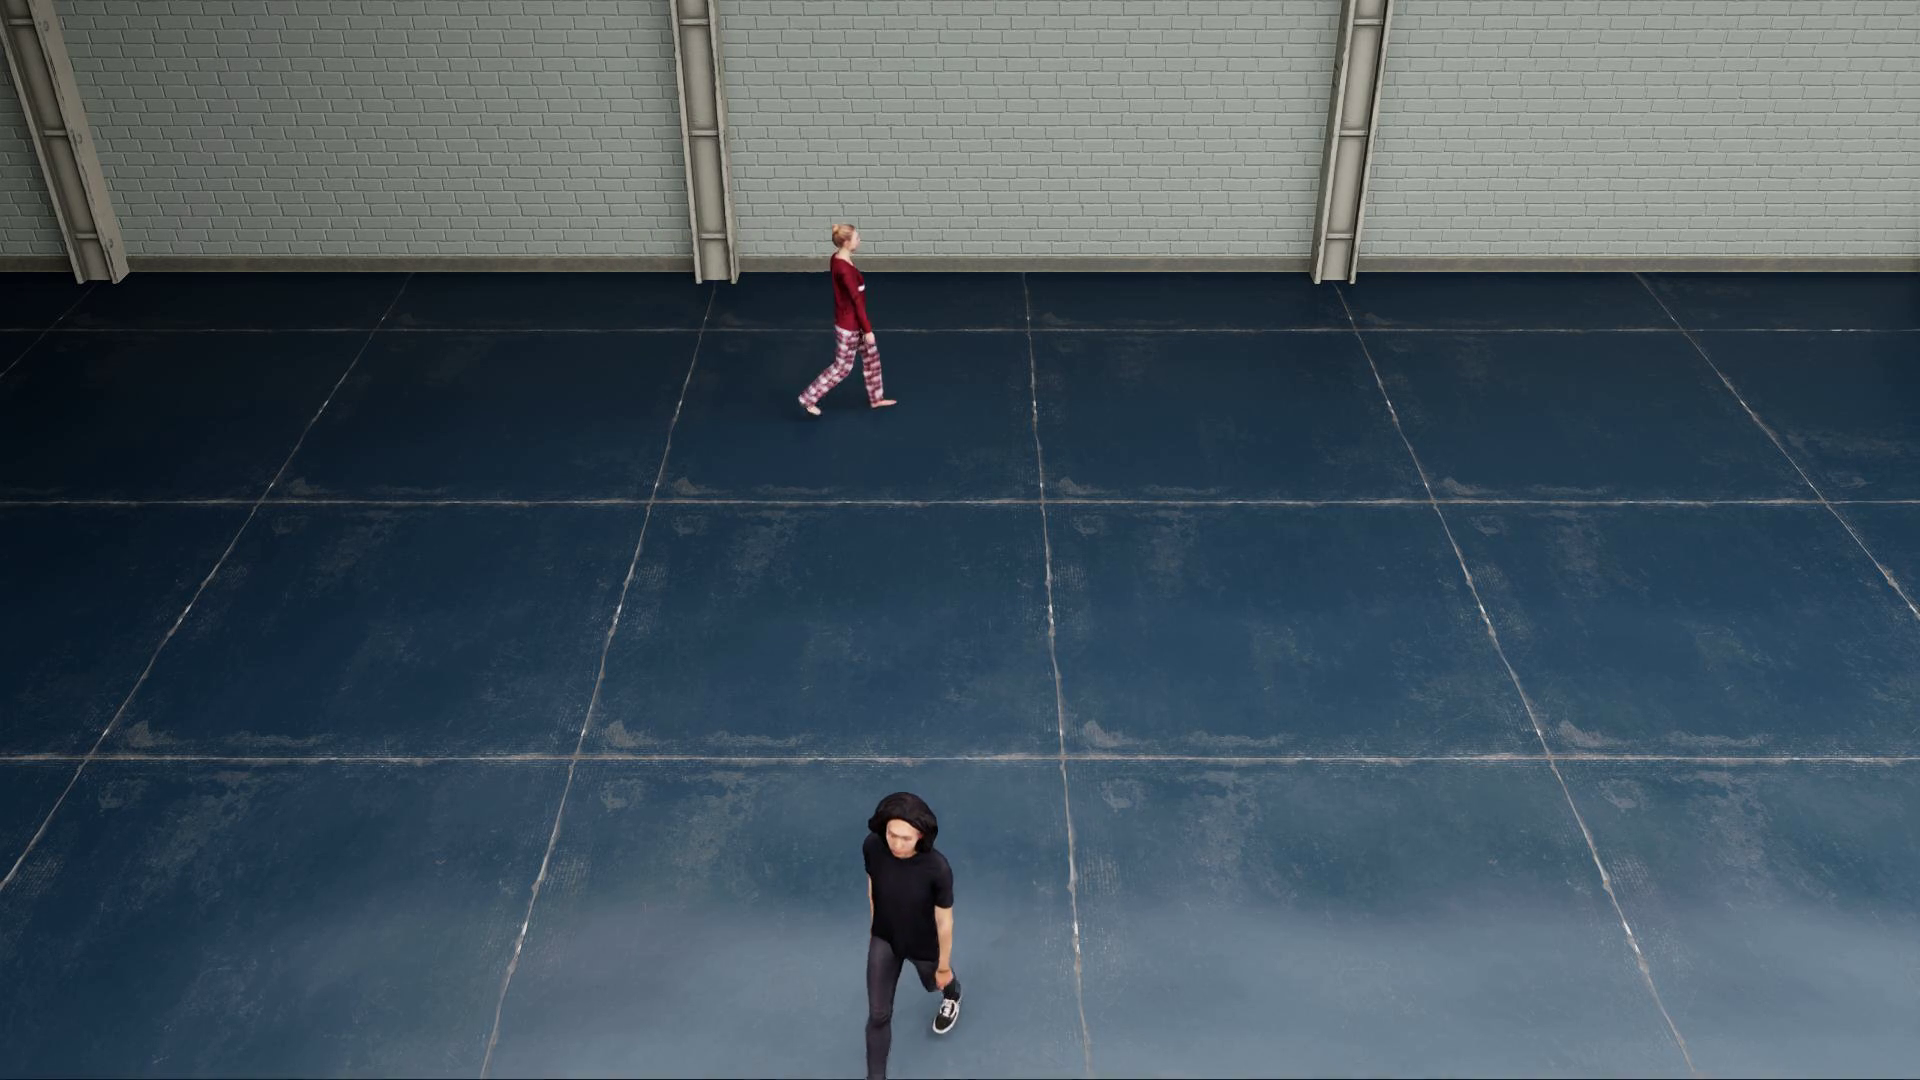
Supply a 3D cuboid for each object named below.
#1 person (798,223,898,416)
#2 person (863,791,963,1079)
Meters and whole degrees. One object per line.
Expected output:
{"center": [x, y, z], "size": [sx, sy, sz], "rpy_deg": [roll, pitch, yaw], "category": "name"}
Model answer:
{"center": [-0.964, -1.730, 13.425], "size": [1.094, 1.662, 0.725], "rpy_deg": [-5, 33, -7], "category": "person"}
{"center": [-0.185, 1.822, 7.842], "size": [1.196, 1.793, 1.035], "rpy_deg": [15, 36, 21], "category": "person"}
